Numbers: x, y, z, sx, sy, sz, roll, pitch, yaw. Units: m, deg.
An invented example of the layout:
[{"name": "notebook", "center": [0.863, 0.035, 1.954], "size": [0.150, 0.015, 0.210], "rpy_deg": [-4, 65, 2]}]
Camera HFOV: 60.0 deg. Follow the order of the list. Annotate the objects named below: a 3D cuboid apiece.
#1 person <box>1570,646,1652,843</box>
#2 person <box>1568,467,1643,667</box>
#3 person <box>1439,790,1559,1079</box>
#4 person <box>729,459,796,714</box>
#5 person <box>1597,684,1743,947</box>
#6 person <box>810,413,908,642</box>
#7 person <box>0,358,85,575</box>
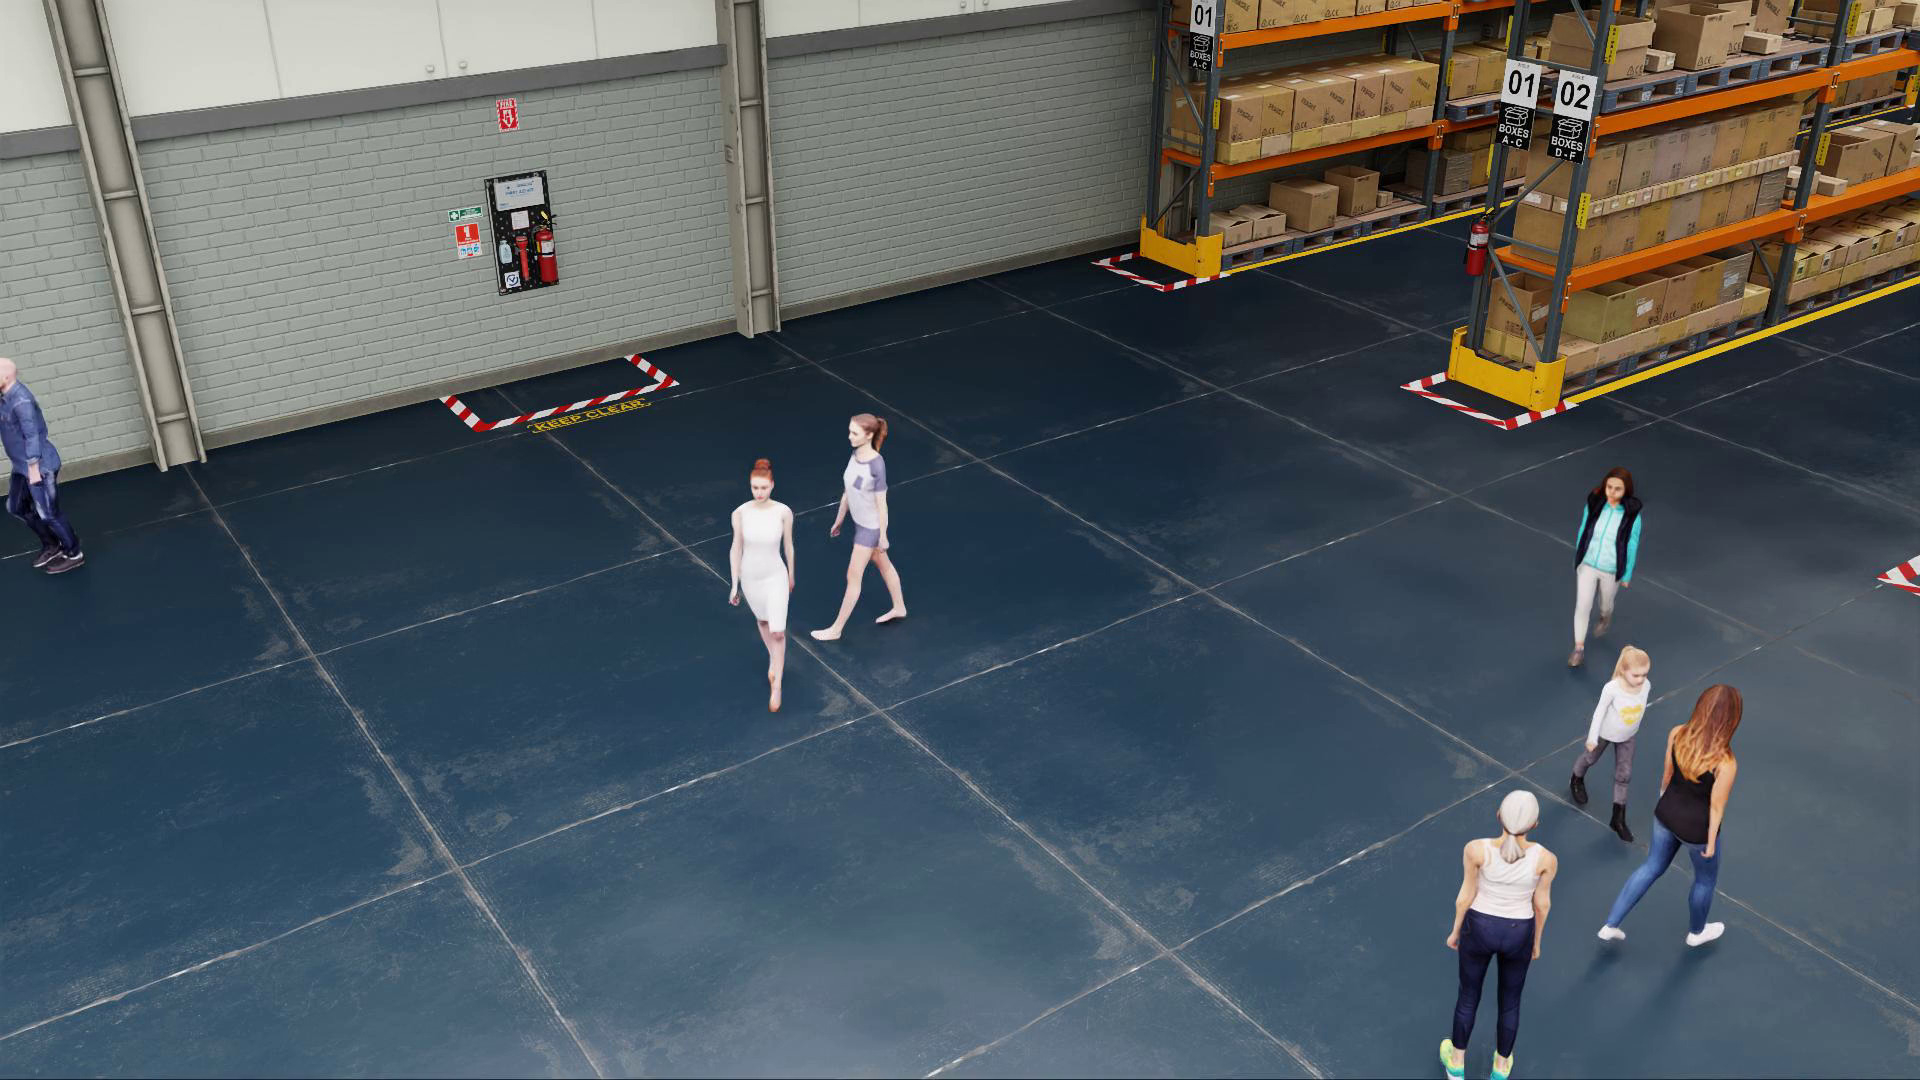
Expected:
[{"name": "person", "center": [3.984, 1.158, 10.196], "size": [0.883, 1.236, 0.832], "rpy_deg": [-3, 27, -5]}, {"name": "person", "center": [4.611, 0.153, 11.884], "size": [0.793, 1.479, 1.011], "rpy_deg": [16, 31, 28]}, {"name": "person", "center": [2.630, 1.952, 8.145], "size": [0.676, 1.702, 0.728], "rpy_deg": [6, 28, 11]}, {"name": "person", "center": [-1.325, 0.247, 11.382], "size": [0.889, 1.771, 0.917], "rpy_deg": [2, 27, 4]}, {"name": "person", "center": [3.857, 1.541, 8.950], "size": [1.028, 1.696, 0.673], "rpy_deg": [-13, 30, -24]}, {"name": "person", "center": [-0.583, -0.120, 12.136], "size": [1.082, 1.732, 0.725], "rpy_deg": [-11, 29, -20]}, {"name": "person", "center": [-7.149, -0.594, 12.974], "size": [0.697, 1.807, 0.782], "rpy_deg": [-23, 35, -37]}]
